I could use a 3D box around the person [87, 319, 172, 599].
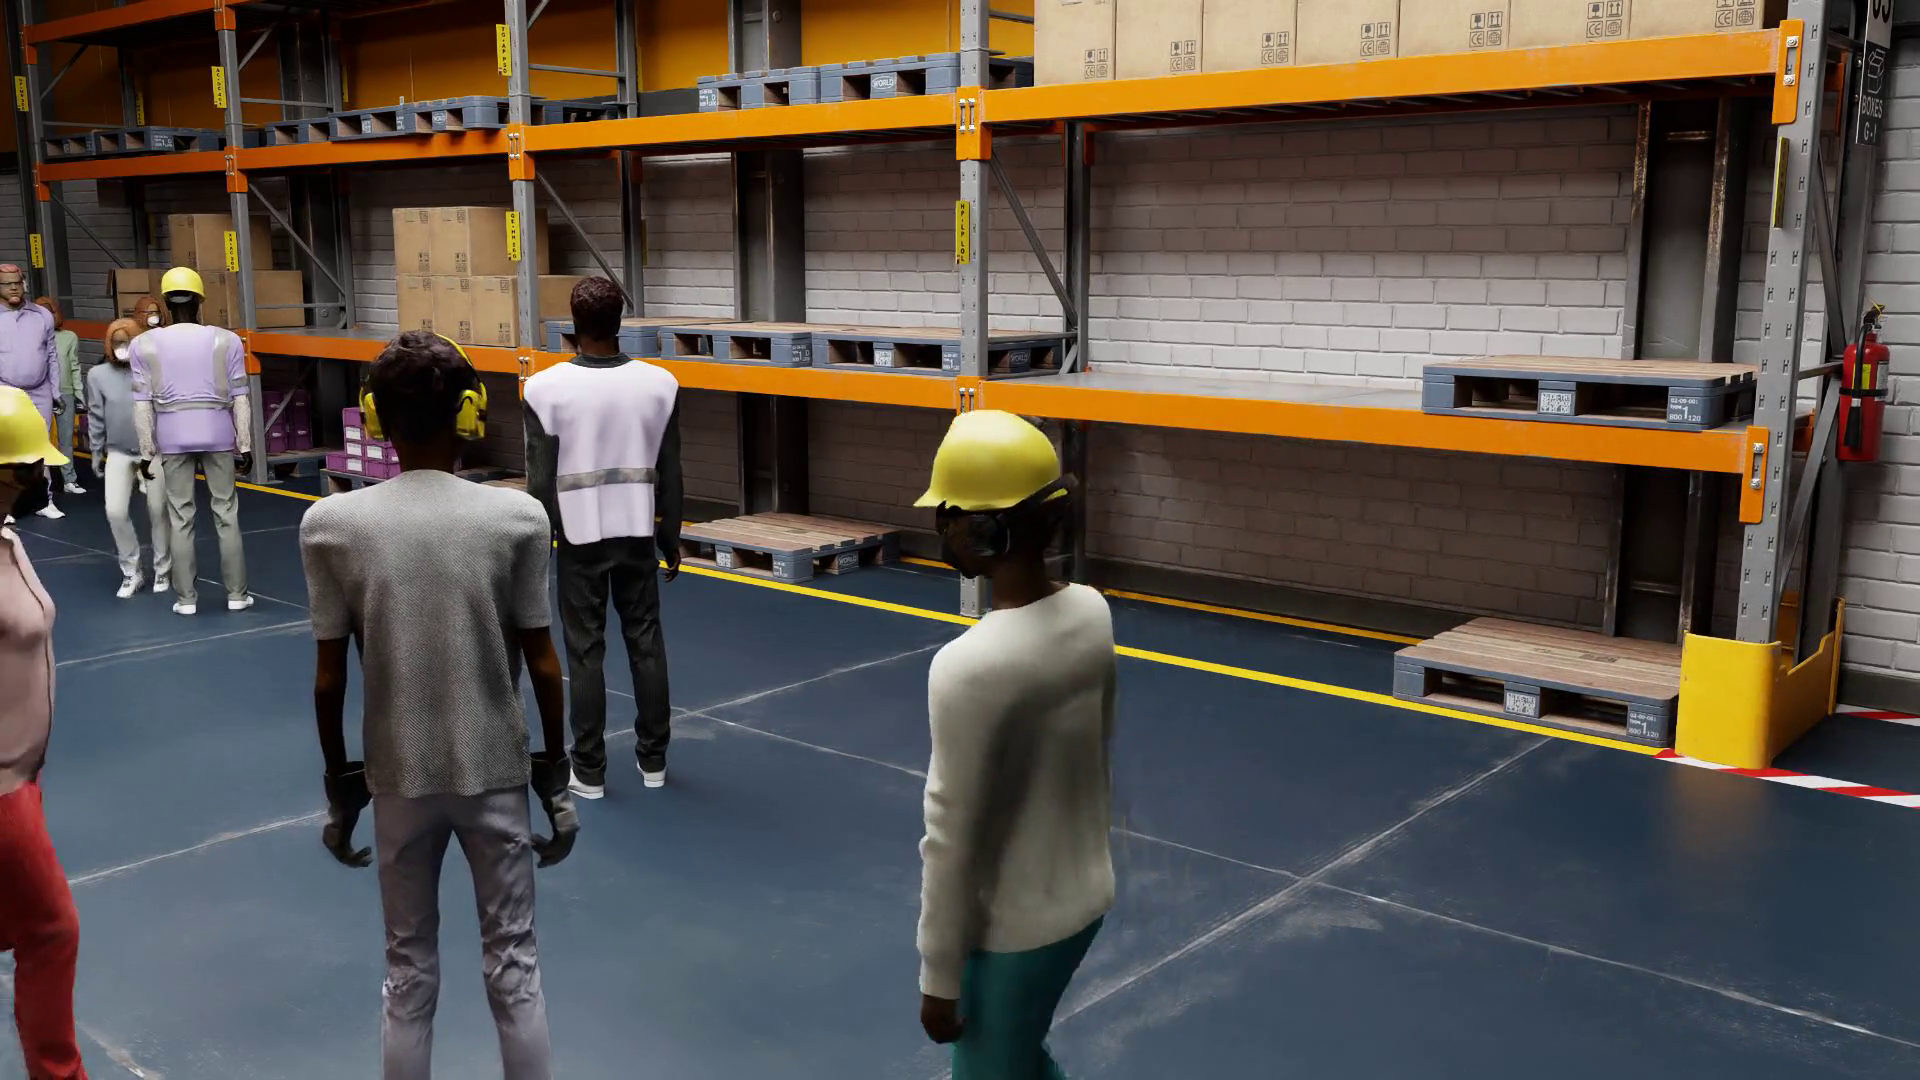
[{"bbox_3d":[-4.763,-0.470,9.642,0.537,1.608,0.522,-2,10,-10],"label":"person"}]

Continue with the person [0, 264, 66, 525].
[{"bbox_3d":[-6.944,-1.075,12.282,0.401,1.907,0.646,8,13,38],"label":"person"}]

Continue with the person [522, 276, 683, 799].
[{"bbox_3d":[-1.301,-0.002,6.137,0.596,1.918,0.380,-6,12,-30],"label":"person"}]

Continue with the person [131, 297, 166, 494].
[{"bbox_3d":[-6.672,-1.195,13.771,0.282,1.624,0.494,6,12,33],"label":"person"}]

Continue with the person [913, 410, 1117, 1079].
[{"bbox_3d":[0.106,0.648,2.898,0.395,1.751,0.549,6,12,33],"label":"person"}]

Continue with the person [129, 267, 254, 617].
[{"bbox_3d":[-4.212,-0.532,9.160,0.586,1.917,0.381,-4,11,-23],"label":"person"}]

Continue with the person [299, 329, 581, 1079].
[{"bbox_3d":[-1.044,0.507,3.402,0.518,1.865,0.326,-1,10,-8],"label":"person"}]

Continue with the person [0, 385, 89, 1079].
[{"bbox_3d":[-2.225,0.530,3.646,0.707,1.744,0.530,-3,11,-19],"label":"person"}]

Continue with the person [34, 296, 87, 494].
[{"bbox_3d":[-7.413,-1.168,13.589,0.280,1.631,0.507,8,13,38],"label":"person"}]
